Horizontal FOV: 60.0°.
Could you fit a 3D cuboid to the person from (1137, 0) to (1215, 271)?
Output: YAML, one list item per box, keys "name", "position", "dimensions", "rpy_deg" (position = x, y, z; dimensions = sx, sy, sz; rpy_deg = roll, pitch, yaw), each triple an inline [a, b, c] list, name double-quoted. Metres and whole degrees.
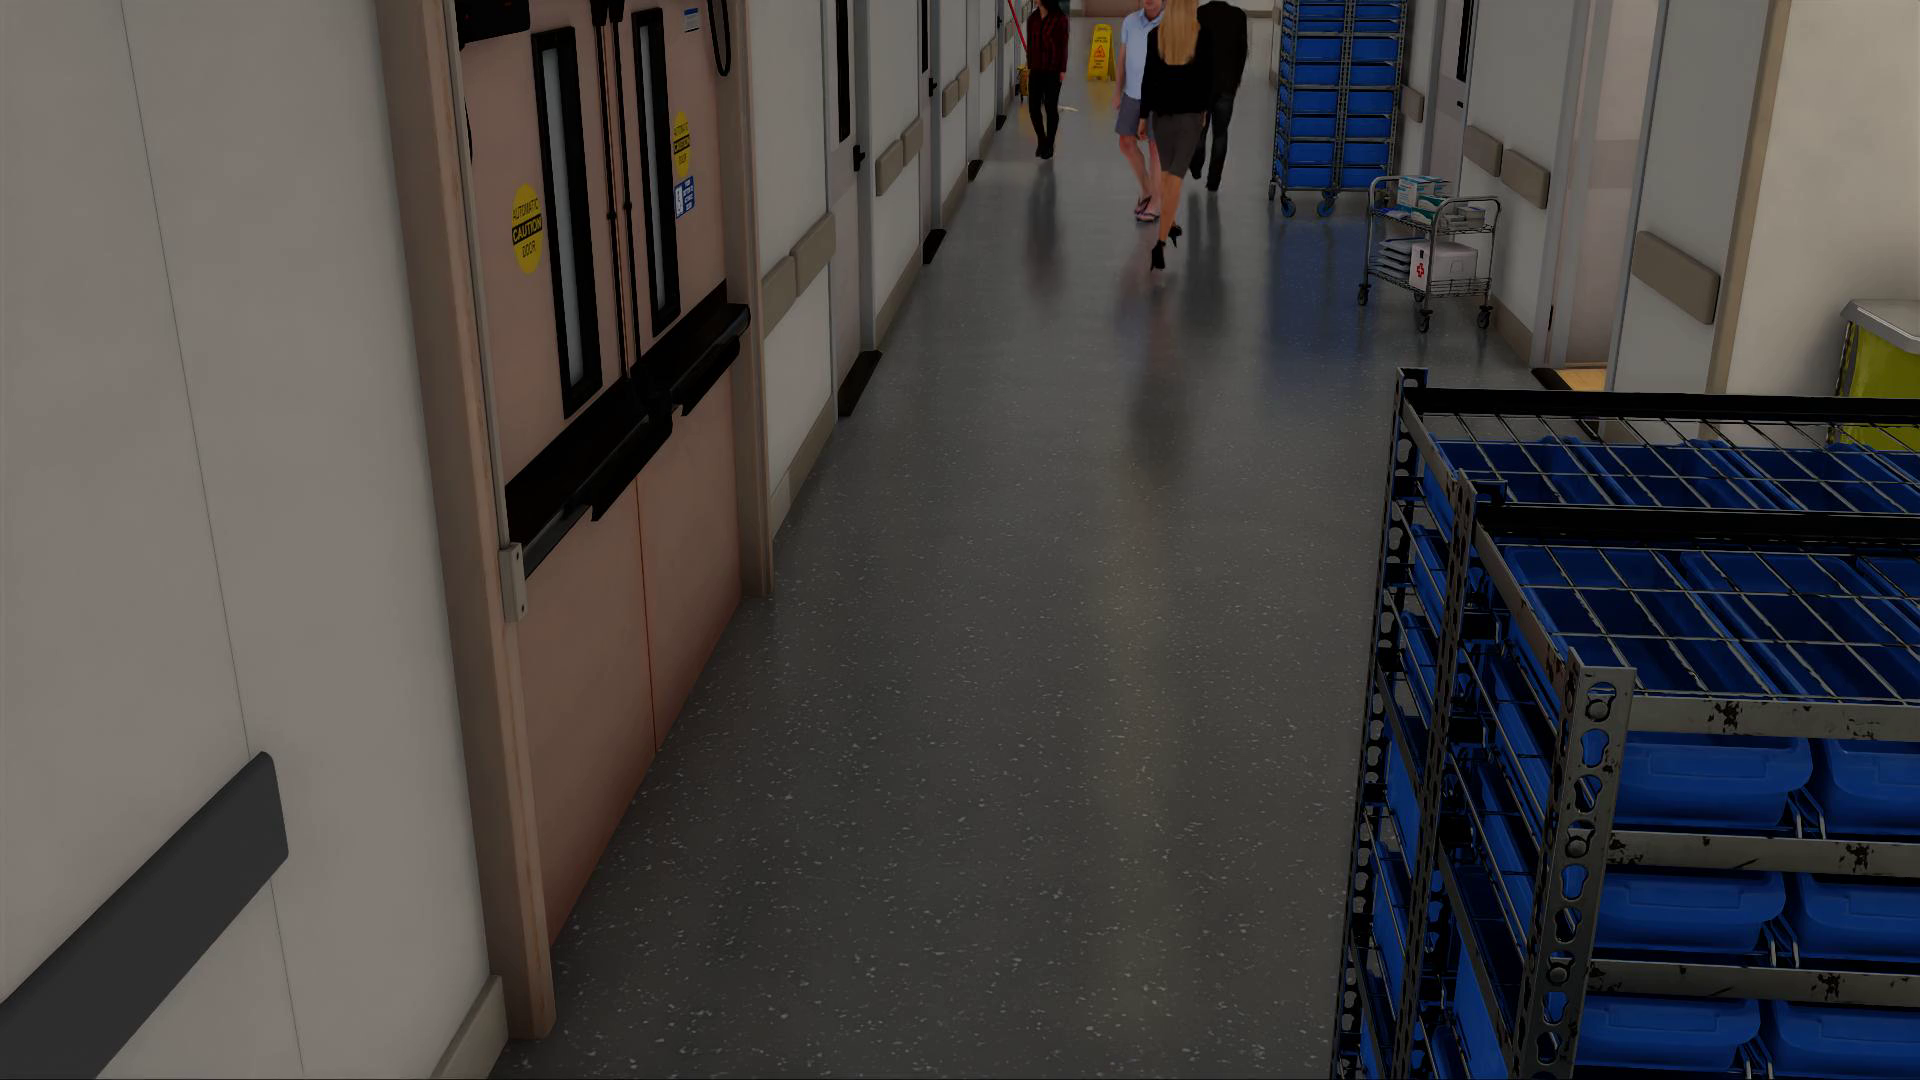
- name: "person"
  position: [1.385, -2.604, 10.703]
  dimensions: [0.797, 1.779, 1.245]
  rpy_deg: [6, 22, 15]

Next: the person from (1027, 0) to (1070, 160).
- name: "person"
  position: [0.868, -4.455, 15.789]
  dimensions: [0.680, 1.638, 0.687]
  rpy_deg: [10, 23, 26]

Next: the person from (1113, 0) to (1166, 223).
- name: "person"
  position: [1.473, -3.365, 12.653]
  dimensions: [0.840, 1.822, 0.869]
  rpy_deg: [11, 23, 27]

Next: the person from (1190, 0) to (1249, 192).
- name: "person"
  position: [2.135, -3.781, 13.832]
  dimensions: [0.696, 1.764, 1.108]
  rpy_deg: [1, 21, 3]
